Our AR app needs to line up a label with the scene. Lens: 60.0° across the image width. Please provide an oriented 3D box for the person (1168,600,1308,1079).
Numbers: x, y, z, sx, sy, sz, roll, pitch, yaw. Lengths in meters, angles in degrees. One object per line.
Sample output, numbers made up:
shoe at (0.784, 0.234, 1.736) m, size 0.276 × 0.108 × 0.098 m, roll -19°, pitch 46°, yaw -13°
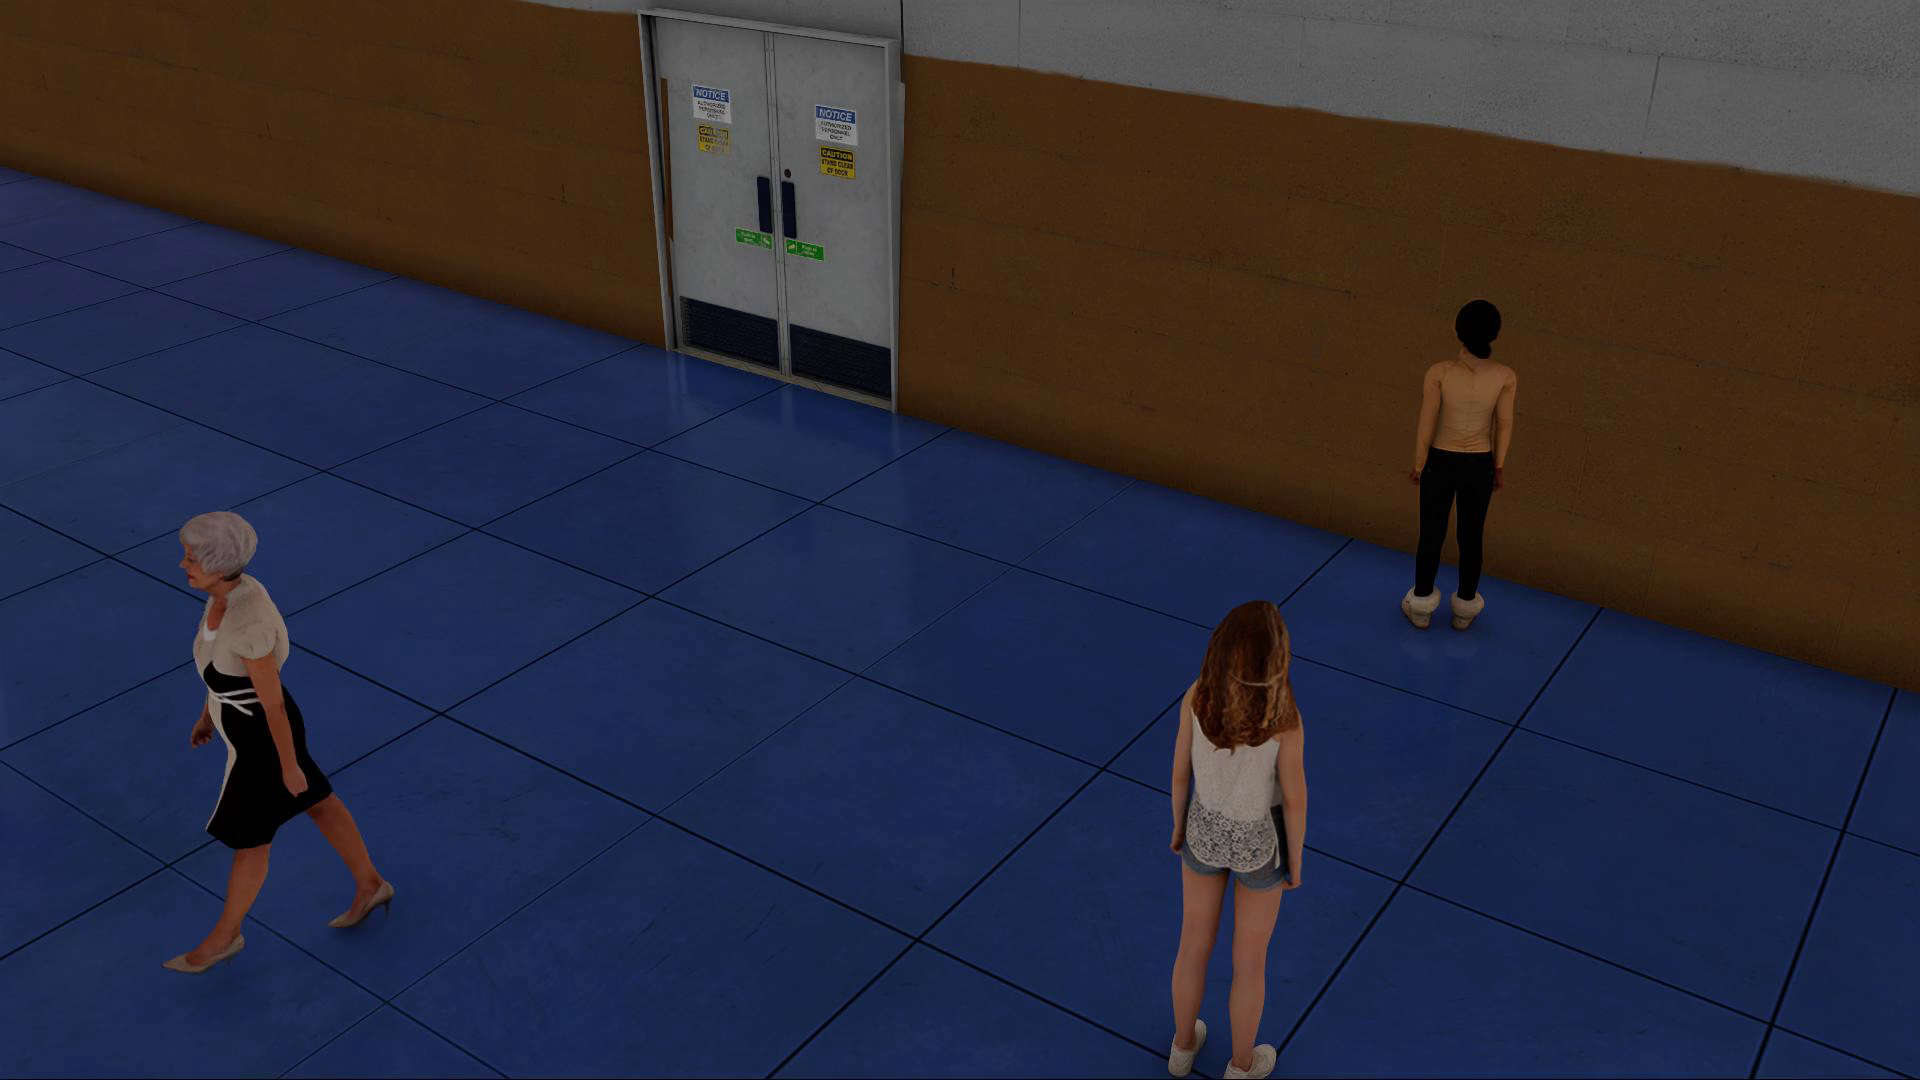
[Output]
person at (0.840, 0.973, 5.145) m, size 0.592 × 1.759 × 0.531 m, roll 15°, pitch 30°, yaw 27°

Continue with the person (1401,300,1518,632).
person at (2.359, -0.345, 7.854) m, size 0.675 × 1.660 × 0.696 m, roll 4°, pitch 27°, yaw 8°

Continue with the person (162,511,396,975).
person at (-2.288, 0.686, 5.756) m, size 1.125 × 1.717 × 0.957 m, roll -11°, pitch 29°, yaw -21°
